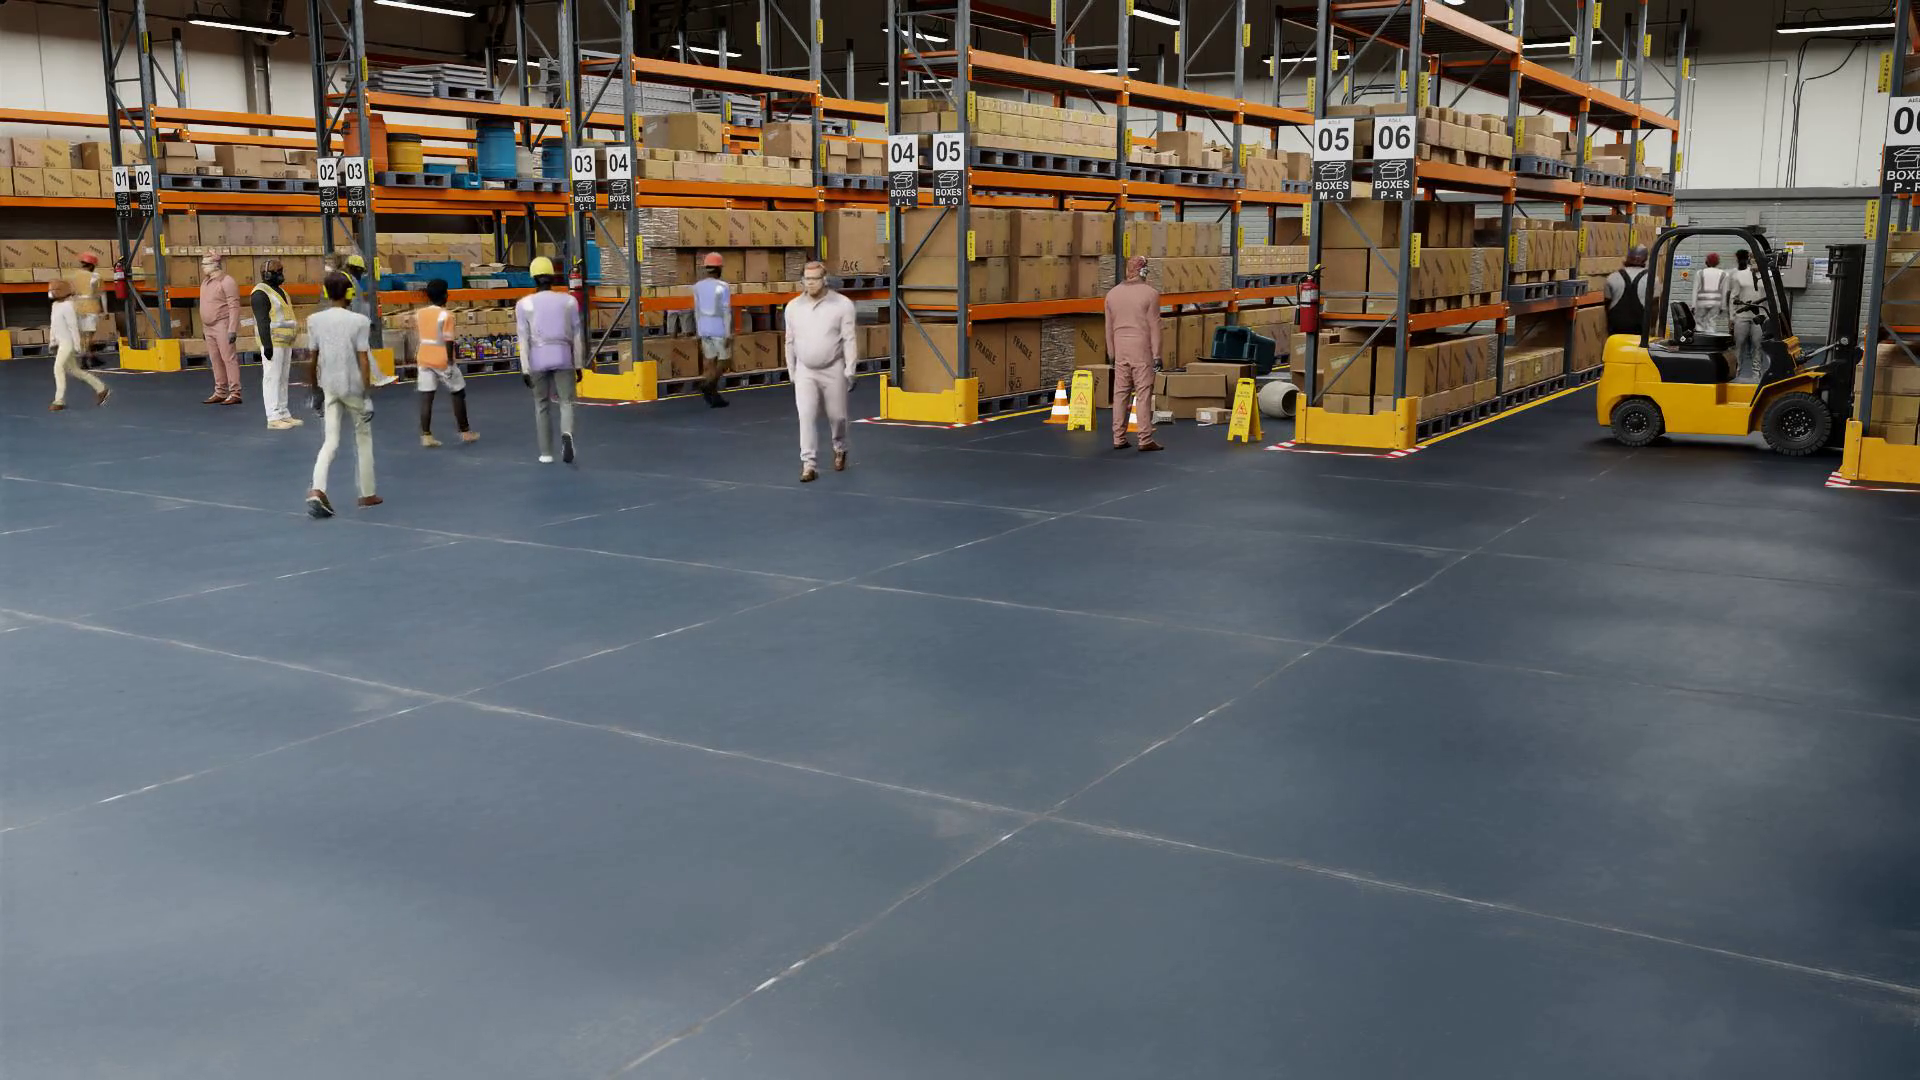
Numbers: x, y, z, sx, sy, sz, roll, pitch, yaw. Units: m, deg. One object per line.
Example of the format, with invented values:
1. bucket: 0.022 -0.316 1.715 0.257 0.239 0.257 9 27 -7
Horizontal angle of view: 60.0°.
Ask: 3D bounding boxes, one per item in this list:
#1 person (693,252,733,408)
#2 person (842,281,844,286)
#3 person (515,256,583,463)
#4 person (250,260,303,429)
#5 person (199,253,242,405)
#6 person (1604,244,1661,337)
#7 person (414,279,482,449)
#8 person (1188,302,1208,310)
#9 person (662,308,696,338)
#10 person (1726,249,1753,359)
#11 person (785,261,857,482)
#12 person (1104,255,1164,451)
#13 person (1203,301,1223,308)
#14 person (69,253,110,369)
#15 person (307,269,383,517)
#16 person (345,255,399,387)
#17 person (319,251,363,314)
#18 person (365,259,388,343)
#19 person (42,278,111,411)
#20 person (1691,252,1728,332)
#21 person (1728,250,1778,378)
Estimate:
1. person: -3.036 -2.556 20.346 0.546 1.922 0.570 5 11 26
2. person: -2.348 -4.569 31.941 0.659 1.798 0.919 6 12 32
3. person: -3.721 -1.620 15.142 0.604 1.907 0.664 -4 11 -23
4. person: -7.488 -2.142 18.249 0.429 1.844 0.626 0 10 -1
5. person: -9.337 -2.651 20.921 0.651 1.904 0.403 7 12 33
6. person: 8.713 -2.832 21.550 0.699 2.000 0.886 6 12 30
7. person: -5.135 -1.760 16.591 0.541 1.665 0.764 4 11 23
8. person: 4.372 -4.504 31.222 1.035 1.938 0.657 -4 11 -23
9. person: -4.250 -3.493 25.246 0.605 2.045 0.383 3 11 16
10. person: 13.797 -4.143 29.252 0.703 1.911 0.860 0 10 -1
11. person: -1.195 -1.472 14.400 0.648 1.878 0.847 1 10 5
12. person: 1.726 -1.819 16.267 0.639 1.904 0.407 9 13 40
13. person: 5.017 -4.598 32.491 0.755 1.648 0.624 -5 11 -25
14. person: -14.150 -3.712 27.000 0.540 1.879 0.975 1 10 4
15. person: -4.657 -1.106 12.467 0.526 1.841 0.909 1 10 5
16. person: -8.440 -3.054 23.319 0.989 1.858 0.578 -3 10 -14
17. person: -7.923 -2.700 21.162 0.655 1.911 0.678 7 12 33
18. person: -9.114 -3.514 26.001 0.524 1.820 0.949 5 11 26
19. person: -10.845 -2.393 20.313 0.768 1.606 0.485 -9 14 -42
20. person: 13.206 -4.133 29.362 0.590 1.862 0.595 3 11 17
21. person: 11.236 -3.144 23.599 0.627 1.934 0.370 6 12 31
